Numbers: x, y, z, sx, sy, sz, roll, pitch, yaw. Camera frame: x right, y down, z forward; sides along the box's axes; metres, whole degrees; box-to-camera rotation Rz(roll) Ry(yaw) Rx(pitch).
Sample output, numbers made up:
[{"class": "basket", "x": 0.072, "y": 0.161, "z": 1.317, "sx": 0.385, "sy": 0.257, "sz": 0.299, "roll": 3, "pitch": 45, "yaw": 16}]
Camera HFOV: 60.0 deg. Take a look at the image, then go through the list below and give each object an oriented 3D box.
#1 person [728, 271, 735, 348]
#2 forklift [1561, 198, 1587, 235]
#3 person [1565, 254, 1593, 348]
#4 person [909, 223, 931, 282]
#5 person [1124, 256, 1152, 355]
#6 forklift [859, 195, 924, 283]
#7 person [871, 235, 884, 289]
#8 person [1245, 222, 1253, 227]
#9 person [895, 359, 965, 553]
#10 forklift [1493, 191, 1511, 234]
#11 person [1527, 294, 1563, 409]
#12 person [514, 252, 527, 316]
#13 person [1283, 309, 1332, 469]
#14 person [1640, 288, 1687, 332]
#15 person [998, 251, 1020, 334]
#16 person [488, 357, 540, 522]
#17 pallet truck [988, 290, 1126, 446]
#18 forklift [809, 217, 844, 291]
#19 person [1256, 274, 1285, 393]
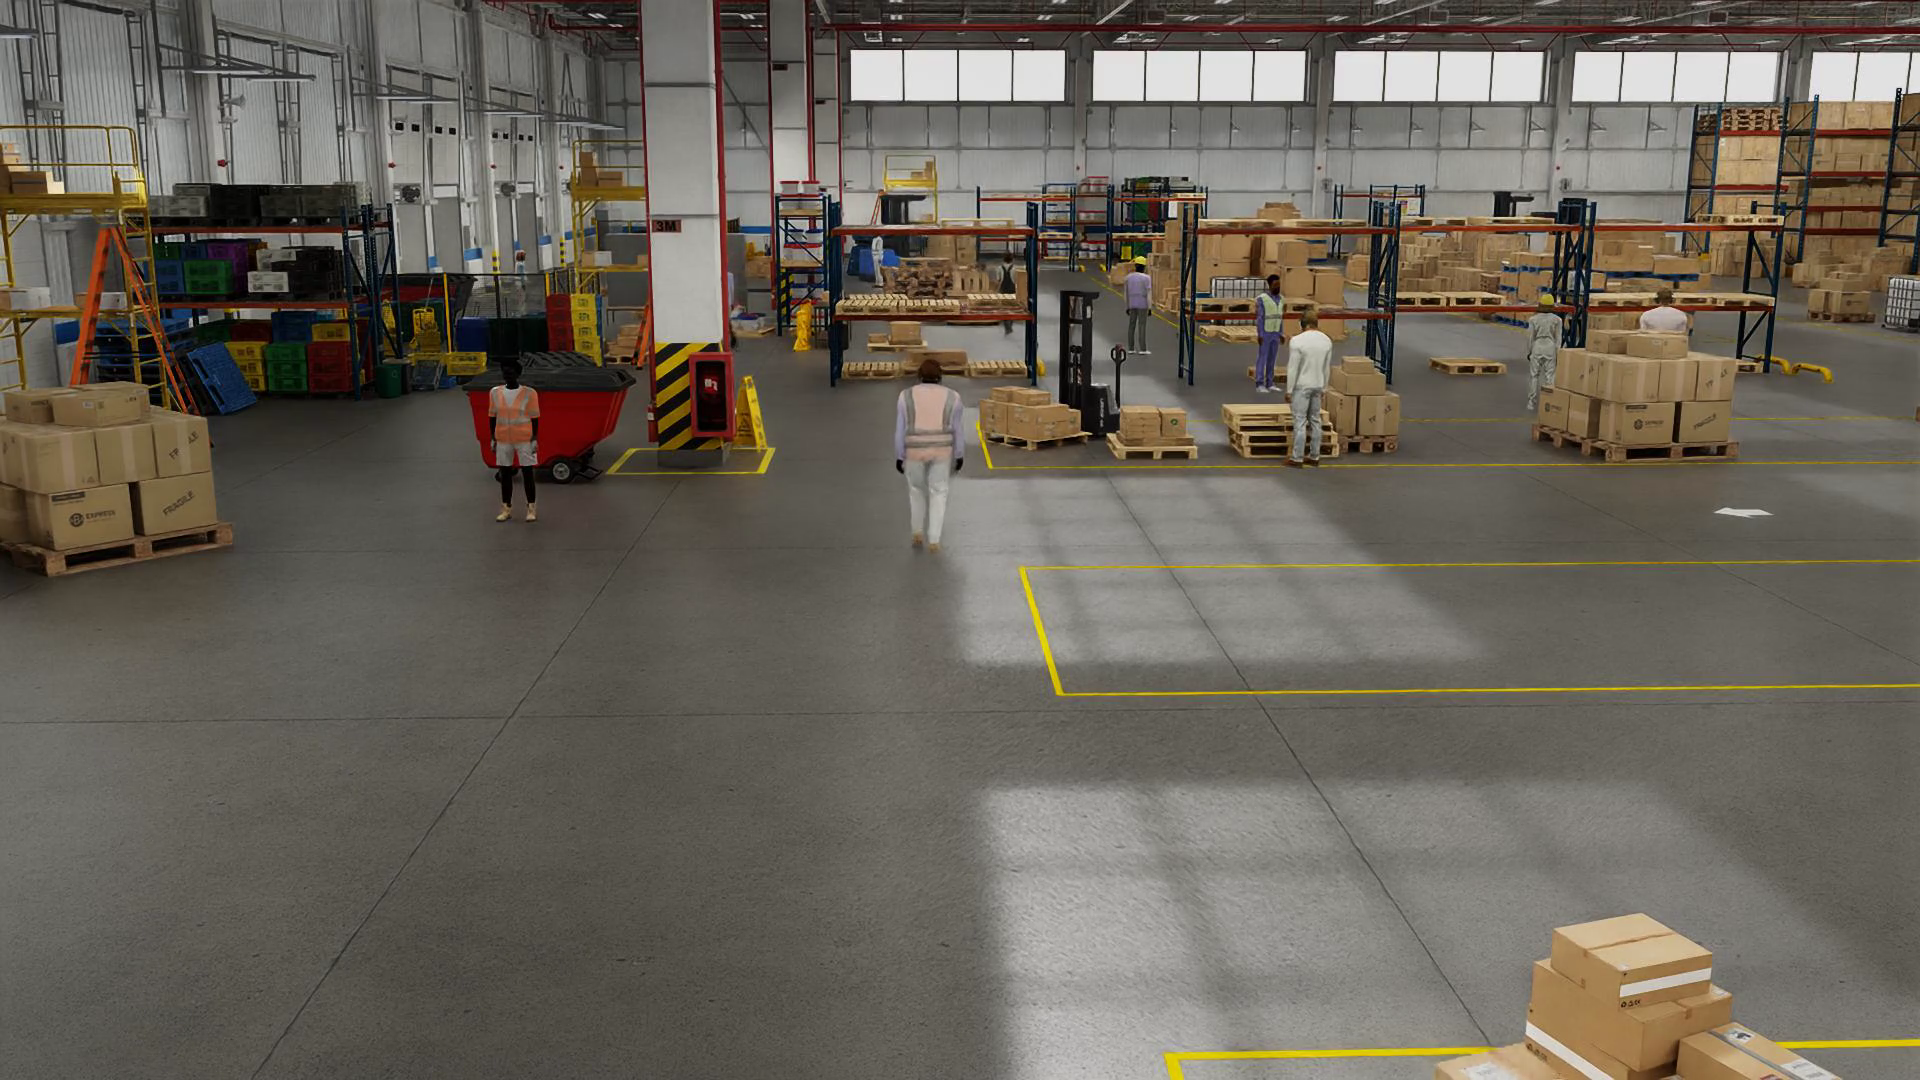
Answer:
[{"class": "person", "x": -4.779, "y": -4.763, "z": 33.389, "sx": 0.552, "sy": 1.924, "sz": 0.539, "roll": -7, "pitch": 14, "yaw": -30}, {"class": "forklift", "x": 17.204, "y": -8.212, "z": 46.797, "sx": 1.873, "sy": 2.768, "sz": 1.129, "roll": 0, "pitch": 12, "yaw": -2}, {"class": "person", "x": 12.294, "y": -4.730, "z": 33.157, "sx": 0.618, "sy": 1.963, "sz": 0.361, "roll": -6, "pitch": 14, "yaw": -27}, {"class": "person", "x": -1.369, "y": -9.392, "z": 54.317, "sx": 0.792, "sy": 1.918, "sz": 0.631, "roll": -4, "pitch": 13, "yaw": -16}, {"class": "person", "x": 3.507, "y": -4.600, "z": 32.662, "sx": 0.587, "sy": 1.926, "sz": 0.368, "roll": 8, "pitch": 15, "yaw": 33}, {"class": "forklift", "x": -2.239, "y": -9.685, "z": 53.448, "sx": 1.873, "sy": 2.768, "sz": 1.129, "roll": -7, "pitch": 14, "yaw": -29}, {"class": "person", "x": -2.535, "y": -8.664, "z": 51.127, "sx": 0.340, "sy": 1.881, "sz": 0.582, "roll": -6, "pitch": 14, "yaw": -24}, {"class": "person", "x": 9.915, "y": -10.097, "z": 57.601, "sx": 1.012, "sy": 1.885, "sz": 0.563, "roll": -4, "pitch": 13, "yaw": -17}, {"class": "person", "x": -0.283, "y": -0.825, "z": 15.865, "sx": 0.663, "sy": 1.812, "sz": 0.804, "roll": 0, "pitch": 12, "yaw": -1}, {"class": "forklift", "x": 20.418, "y": -11.777, "z": 62.894, "sx": 1.873, "sy": 2.768, "sz": 1.129, "roll": 0, "pitch": 12, "yaw": -2}, {"class": "person", "x": 8.820, "y": -2.837, "z": 25.120, "sx": 0.493, "sy": 1.742, "sz": 0.300, "roll": 5, "pitch": 13, "yaw": 20}, {"class": "person", "x": -10.750, "y": -6.240, "z": 40.744, "sx": 0.313, "sy": 1.633, "sz": 0.522, "roll": -5, "pitch": 14, "yaw": -22}, {"class": "person", "x": 4.204, "y": -1.829, "z": 20.154, "sx": 0.621, "sy": 1.933, "sz": 0.374, "roll": -7, "pitch": 14, "yaw": -30}, {"class": "person", "x": 9.940, "y": -2.599, "z": 23.607, "sx": 0.630, "sy": 1.938, "sz": 0.373, "roll": 2, "pitch": 13, "yaw": 11}, {"class": "person", "x": 1.089, "y": -5.474, "z": 36.827, "sx": 0.548, "sy": 1.835, "sz": 0.418, "roll": 4, "pitch": 13, "yaw": 18}, {"class": "person", "x": -4.560, "y": -1.022, "z": 17.025, "sx": 0.535, "sy": 1.700, "sz": 0.318, "roll": 0, "pitch": 12, "yaw": 2}, {"class": "pallet truck", "x": 1.257, "y": -2.299, "z": 22.111, "sx": 1.885, "sy": 1.965, "sz": 0.823, "roll": -9, "pitch": 15, "yaw": -35}, {"class": "forklift", "x": -4.375, "y": -8.619, "z": 48.637, "sx": 1.873, "sy": 2.768, "sz": 1.129, "roll": 0, "pitch": 12, "yaw": -2}, {"class": "person", "x": 5.045, "y": -3.361, "z": 27.081, "sx": 0.587, "sy": 1.920, "sz": 0.391, "roll": -10, "pitch": 16, "yaw": -38}]
